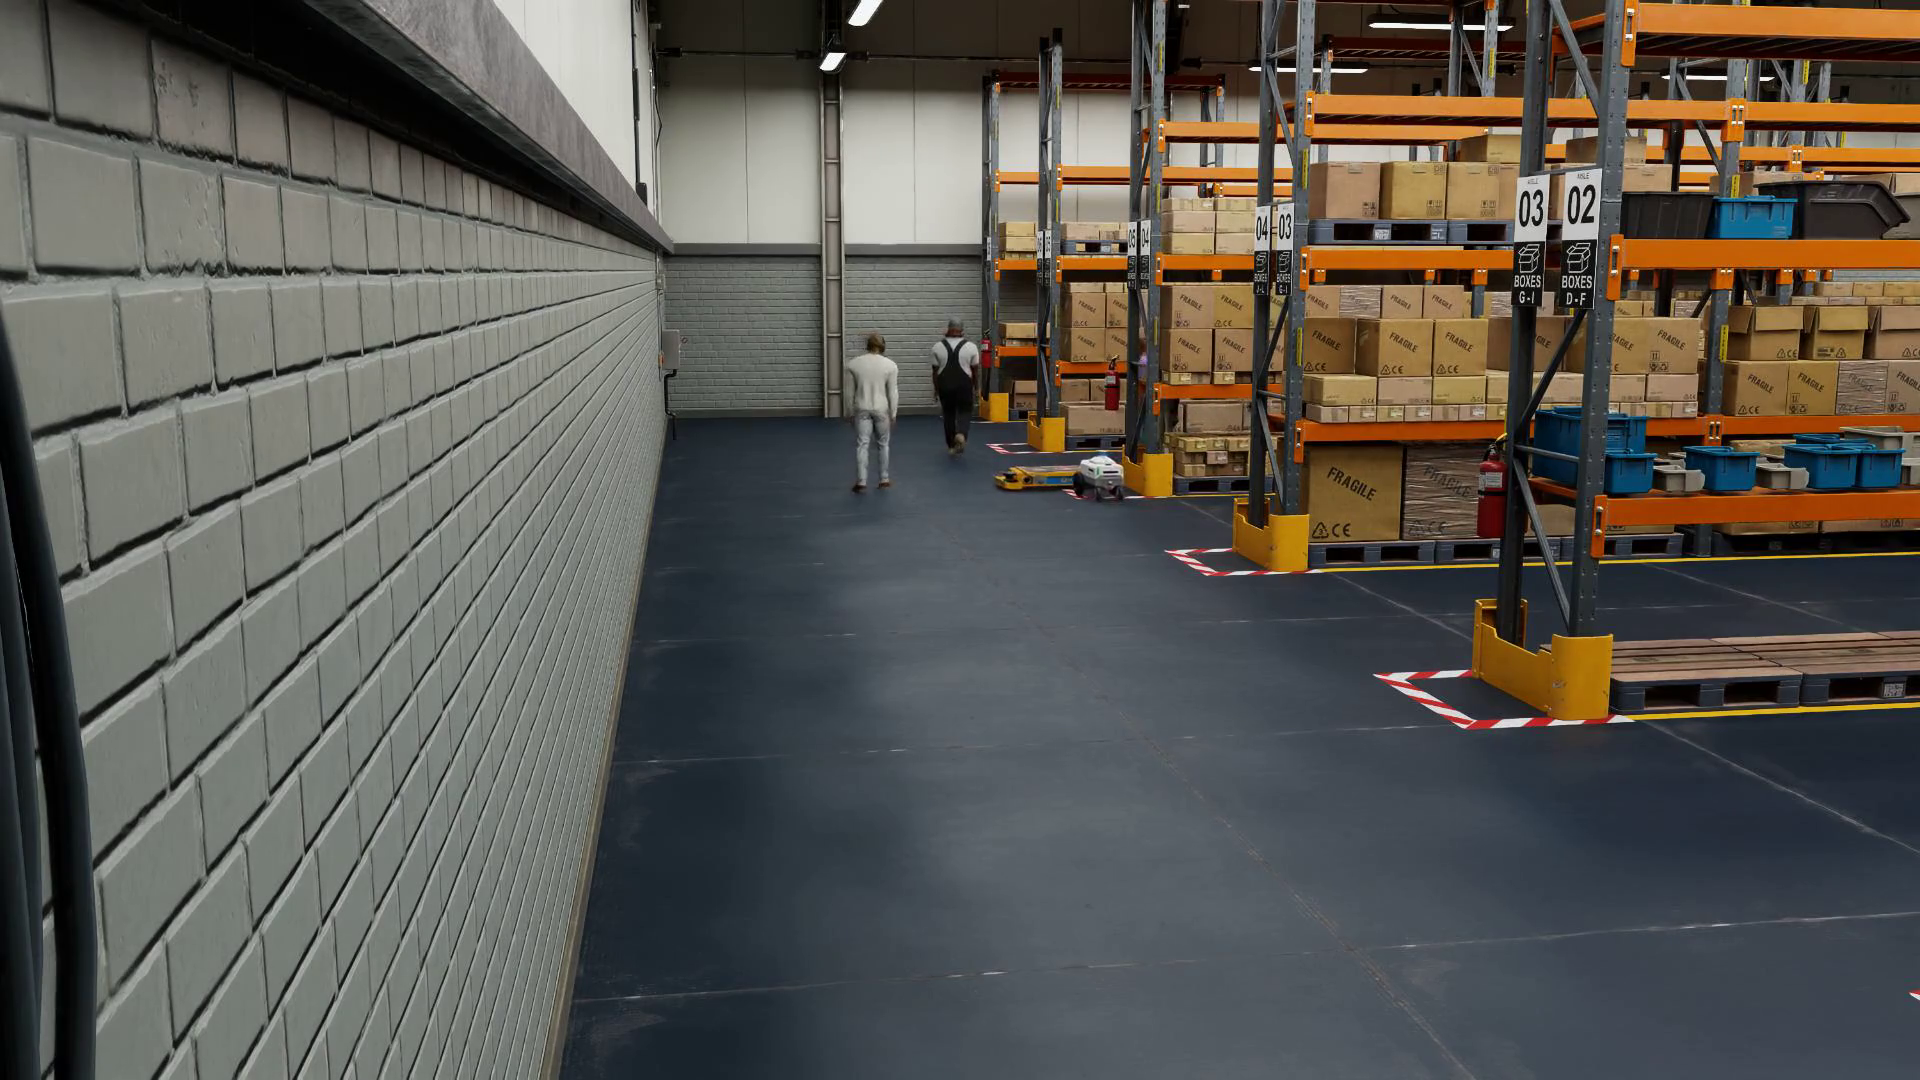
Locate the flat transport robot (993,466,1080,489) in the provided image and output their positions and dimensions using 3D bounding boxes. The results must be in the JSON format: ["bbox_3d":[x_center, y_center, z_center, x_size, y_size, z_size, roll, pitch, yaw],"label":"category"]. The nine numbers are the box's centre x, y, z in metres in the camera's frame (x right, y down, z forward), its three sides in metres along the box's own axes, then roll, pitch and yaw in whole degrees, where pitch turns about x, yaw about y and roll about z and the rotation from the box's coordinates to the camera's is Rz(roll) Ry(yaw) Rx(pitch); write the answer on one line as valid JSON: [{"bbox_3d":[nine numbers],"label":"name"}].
[{"bbox_3d":[1.176,-0.776,20.374,1.431,0.197,0.652,-2,9,-12],"label":"flat transport robot"}]

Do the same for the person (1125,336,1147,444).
[{"bbox_3d":[2.323,-1.712,21.363,0.534,1.814,0.602,0,9,-1],"label":"person"}]

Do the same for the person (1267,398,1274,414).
[{"bbox_3d":[3.980,-1.910,21.985,0.629,2.022,0.633,3,10,19],"label":"person"}]

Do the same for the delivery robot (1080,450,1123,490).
[{"bbox_3d":[1.651,-0.803,19.379,0.477,0.478,0.707,-2,9,-12],"label":"delivery robot"}]

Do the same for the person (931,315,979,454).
[{"bbox_3d":[-0.064,-2.224,23.867,0.684,2.000,0.659,2,9,10],"label":"person"}]

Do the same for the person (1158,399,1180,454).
[{"bbox_3d":[2.550,-1.614,20.672,0.333,1.860,0.509,-4,10,-24],"label":"person"}]

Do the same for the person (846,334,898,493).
[{"bbox_3d":[-1.062,-1.523,20.039,0.647,1.902,0.705,1,9,6],"label":"person"}]
